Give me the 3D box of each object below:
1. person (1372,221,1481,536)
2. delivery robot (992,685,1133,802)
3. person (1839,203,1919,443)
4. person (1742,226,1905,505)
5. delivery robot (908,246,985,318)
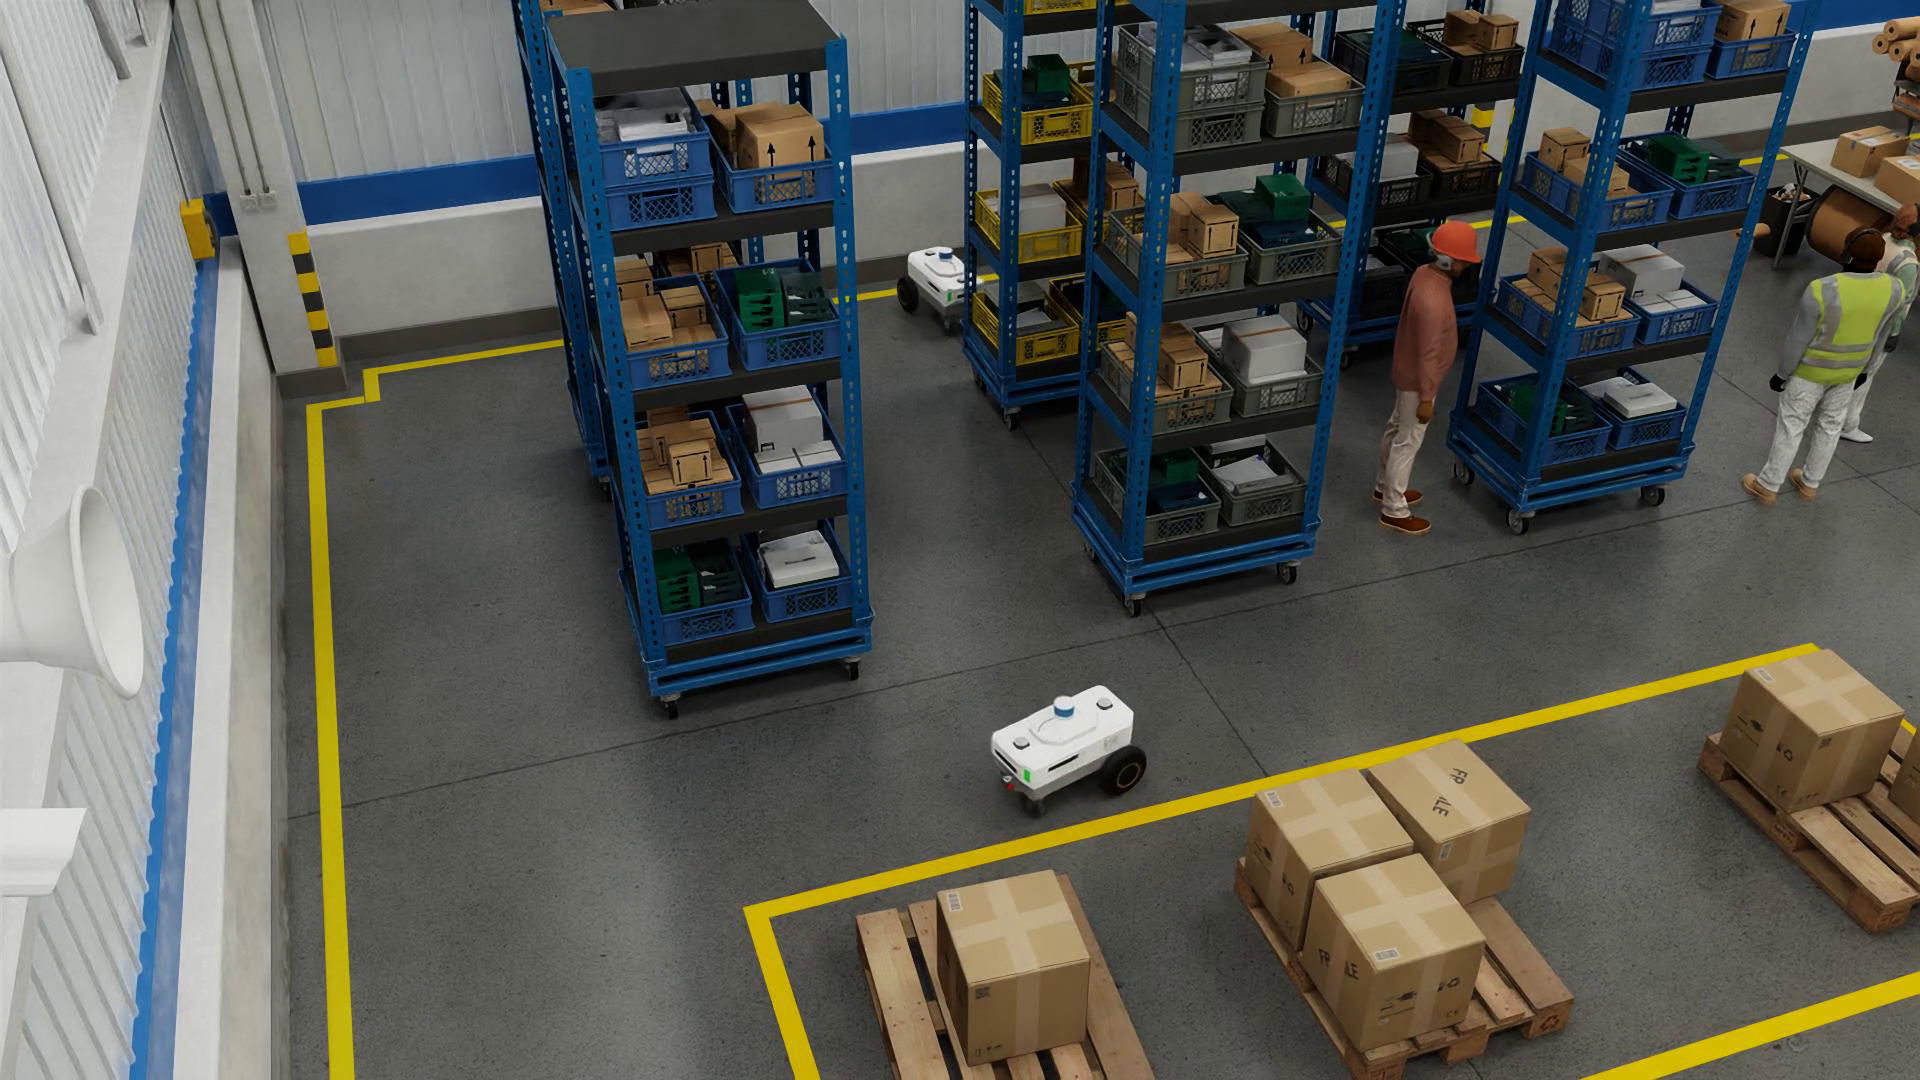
[{"bbox_3d":[2.768,-0.975,9.938,0.393,1.985,0.611,4,35,6],"label":"person"},{"bbox_3d":[0.510,0.995,8.298,0.707,0.478,0.477,-21,40,-27],"label":"delivery robot"},{"bbox_3d":[6.002,-1.431,10.881,0.307,1.639,0.514,2,35,3],"label":"person"},{"bbox_3d":[5.278,-1.054,10.174,0.633,1.843,0.429,-4,35,-6],"label":"person"},{"bbox_3d":[-0.105,-1.956,12.483,0.477,0.478,0.707,-17,39,-23],"label":"delivery robot"}]
